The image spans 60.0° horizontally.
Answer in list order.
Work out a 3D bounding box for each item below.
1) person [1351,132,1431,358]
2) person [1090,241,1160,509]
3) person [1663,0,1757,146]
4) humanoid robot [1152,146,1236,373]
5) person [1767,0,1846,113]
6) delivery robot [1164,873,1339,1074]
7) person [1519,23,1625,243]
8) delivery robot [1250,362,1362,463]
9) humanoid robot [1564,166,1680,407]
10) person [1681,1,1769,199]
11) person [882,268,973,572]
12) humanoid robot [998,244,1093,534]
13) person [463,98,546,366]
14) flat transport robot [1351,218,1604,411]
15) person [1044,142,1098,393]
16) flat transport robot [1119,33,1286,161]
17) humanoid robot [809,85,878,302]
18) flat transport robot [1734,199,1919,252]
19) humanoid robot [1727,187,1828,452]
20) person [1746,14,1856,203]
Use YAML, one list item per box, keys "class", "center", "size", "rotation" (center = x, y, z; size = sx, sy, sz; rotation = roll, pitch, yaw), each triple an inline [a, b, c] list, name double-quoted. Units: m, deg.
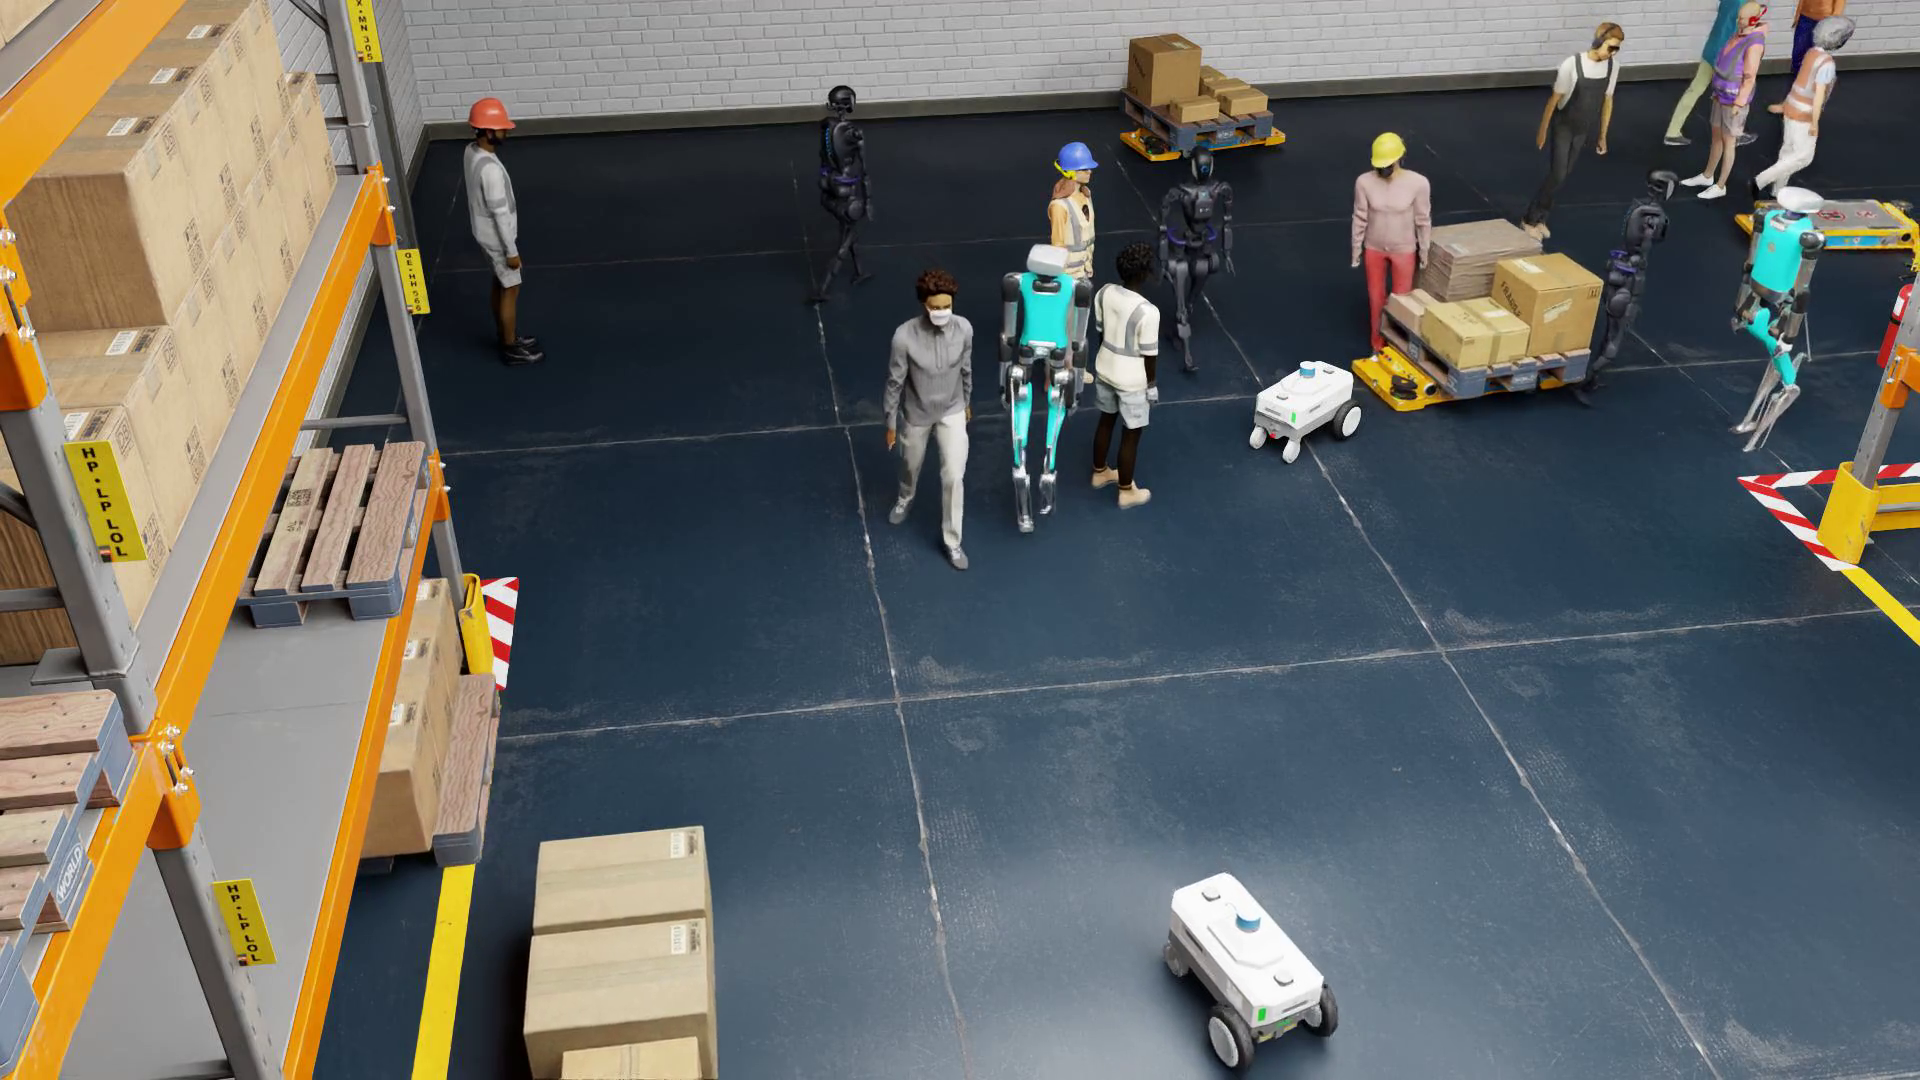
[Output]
- class: "person"
  center: [2.990, -2.032, 11.622]
  size: [0.551, 1.732, 0.483]
  rotation: [16, 36, 23]
- class: "person"
  center: [1.004, -1.000, 10.085]
  size: [0.320, 1.694, 0.534]
  rotation: [-20, 38, -27]
- class: "person"
  center: [7.103, -4.472, 15.399]
  size: [0.869, 1.690, 0.551]
  rotation: [-3, 33, -5]
- class: "humanoid robot"
  center: [1.657, -1.978, 11.632]
  size: [0.601, 1.622, 0.784]
  rotation: [-9, 34, -13]
- class: "person"
  center: [8.264, -5.055, 16.048]
  size: [0.401, 1.973, 0.515]
  rotation: [-10, 35, -16]
- class: "delivery robot"
  center: [1.180, 1.761, 6.893]
  size: [0.499, 0.595, 0.792]
  rotation: [-15, 36, -22]
- class: "person"
  center: [4.985, -3.300, 13.511]
  size: [0.571, 1.799, 0.554]
  rotation: [-9, 34, -13]
- class: "delivery robot"
  center: [2.263, -0.894, 10.949]
  size: [0.774, 0.581, 0.499]
  rotation: [-29, 43, -36]
- class: "humanoid robot"
  center: [4.440, -1.722, 11.209]
  size: [0.461, 1.646, 0.606]
  rotation: [8, 34, 11]
- class: "person"
  center: [6.659, -3.800, 14.374]
  size: [0.347, 1.690, 0.484]
  rotation: [-1, 33, -1]
- class: "person"
  center: [-0.198, -0.786, 9.627]
  size: [0.553, 1.847, 0.830]
  rotation: [-8, 34, -11]
- class: "humanoid robot"
  center: [0.461, -0.774, 9.729]
  size: [0.553, 1.805, 0.723]
  rotation: [4, 33, 6]
- class: "person"
  center: [-3.194, -2.134, 11.614]
  size: [0.387, 1.924, 0.547]
  rotation: [-17, 37, -24]
- class: "flat transport robot"
  center: [3.562, -1.223, 11.727]
  size: [1.431, 0.231, 0.659]
  rotation: [-10, 34, -14]
- class: "person"
  center: [0.754, -1.822, 11.262]
  size: [0.305, 1.781, 0.462]
  rotation: [17, 37, 24]
- class: "flat transport robot"
  center: [2.301, -3.860, 15.768]
  size: [1.431, 0.231, 0.659]
  rotation: [-12, 35, -18]
- class: "humanoid robot"
  center: [-0.930, -2.640, 12.652]
  size: [0.748, 1.644, 0.603]
  rotation: [-25, 40, -33]
- class: "flat transport robot"
  center: [7.300, -2.607, 13.847]
  size: [1.431, 0.231, 0.659]
  rotation: [-1, 33, -1]
- class: "humanoid robot"
  center: [5.323, -1.411, 10.694]
  size: [0.669, 1.820, 0.538]
  rotation: [-11, 35, -16]
- class: "person"
  center: [7.093, -3.615, 14.103]
  size: [0.533, 1.670, 0.462]
  rotation: [-1, 33, -2]
